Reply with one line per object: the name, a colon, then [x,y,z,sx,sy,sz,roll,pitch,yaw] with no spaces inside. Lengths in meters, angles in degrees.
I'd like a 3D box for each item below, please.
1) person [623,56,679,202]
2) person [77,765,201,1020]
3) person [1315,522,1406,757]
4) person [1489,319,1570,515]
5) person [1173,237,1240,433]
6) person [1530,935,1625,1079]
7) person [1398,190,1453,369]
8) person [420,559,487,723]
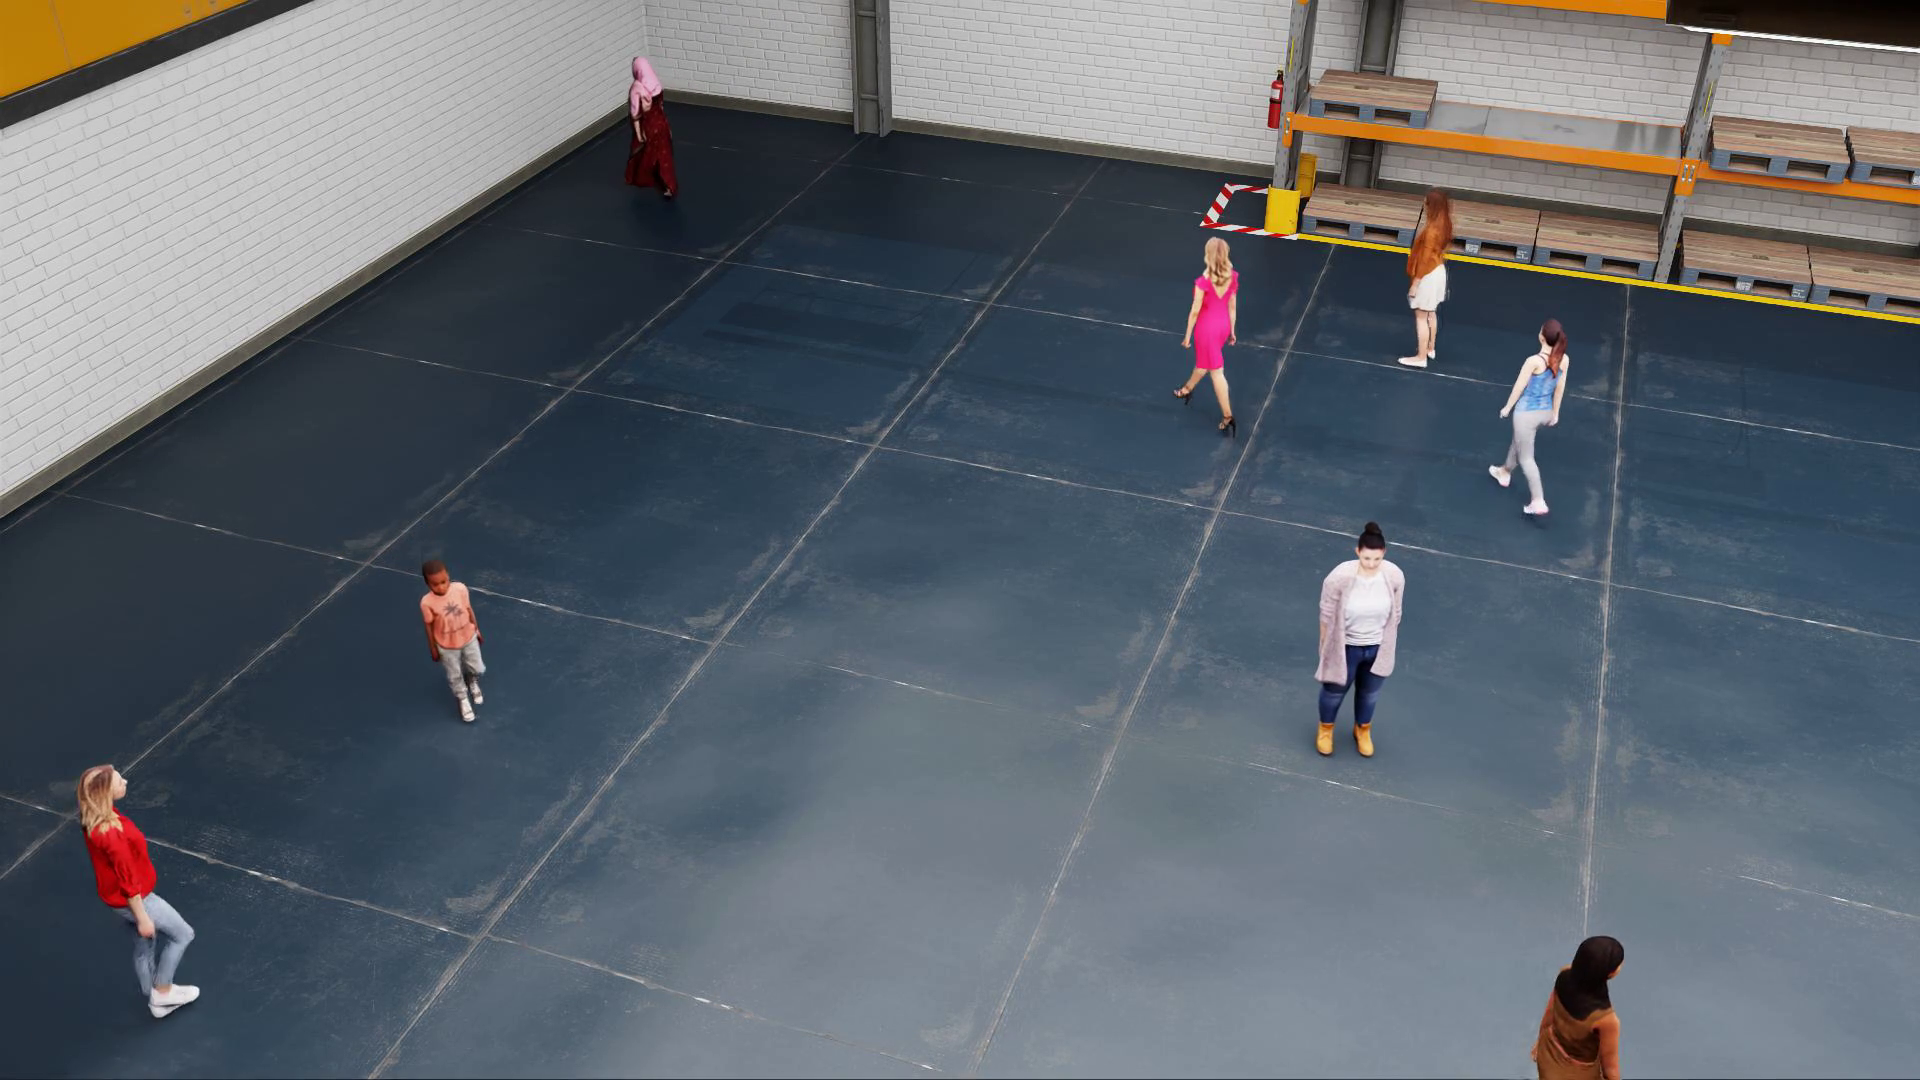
person: [-3.385,-4.531,18.469,0.983,1.587,1.168,-24,41,-32]
person: [-4.402,1.899,8.696,0.782,1.697,0.661,-27,42,-35]
person: [2.528,0.620,10.577,0.706,1.744,0.833,-1,34,-2]
person: [4.536,-0.943,13.081,1.021,1.576,1.069,-14,36,-20]
person: [2.193,-1.701,14.131,0.976,1.676,1.119,-20,39,-27]
person: [2.761,2.534,7.785,1.158,1.648,0.941,-6,34,-9]
person: [4.286,-2.386,15.130,0.780,1.709,0.691,-28,43,-35]
person: [-3.356,0.607,11.001,0.663,1.297,0.726,-17,37,-24]
